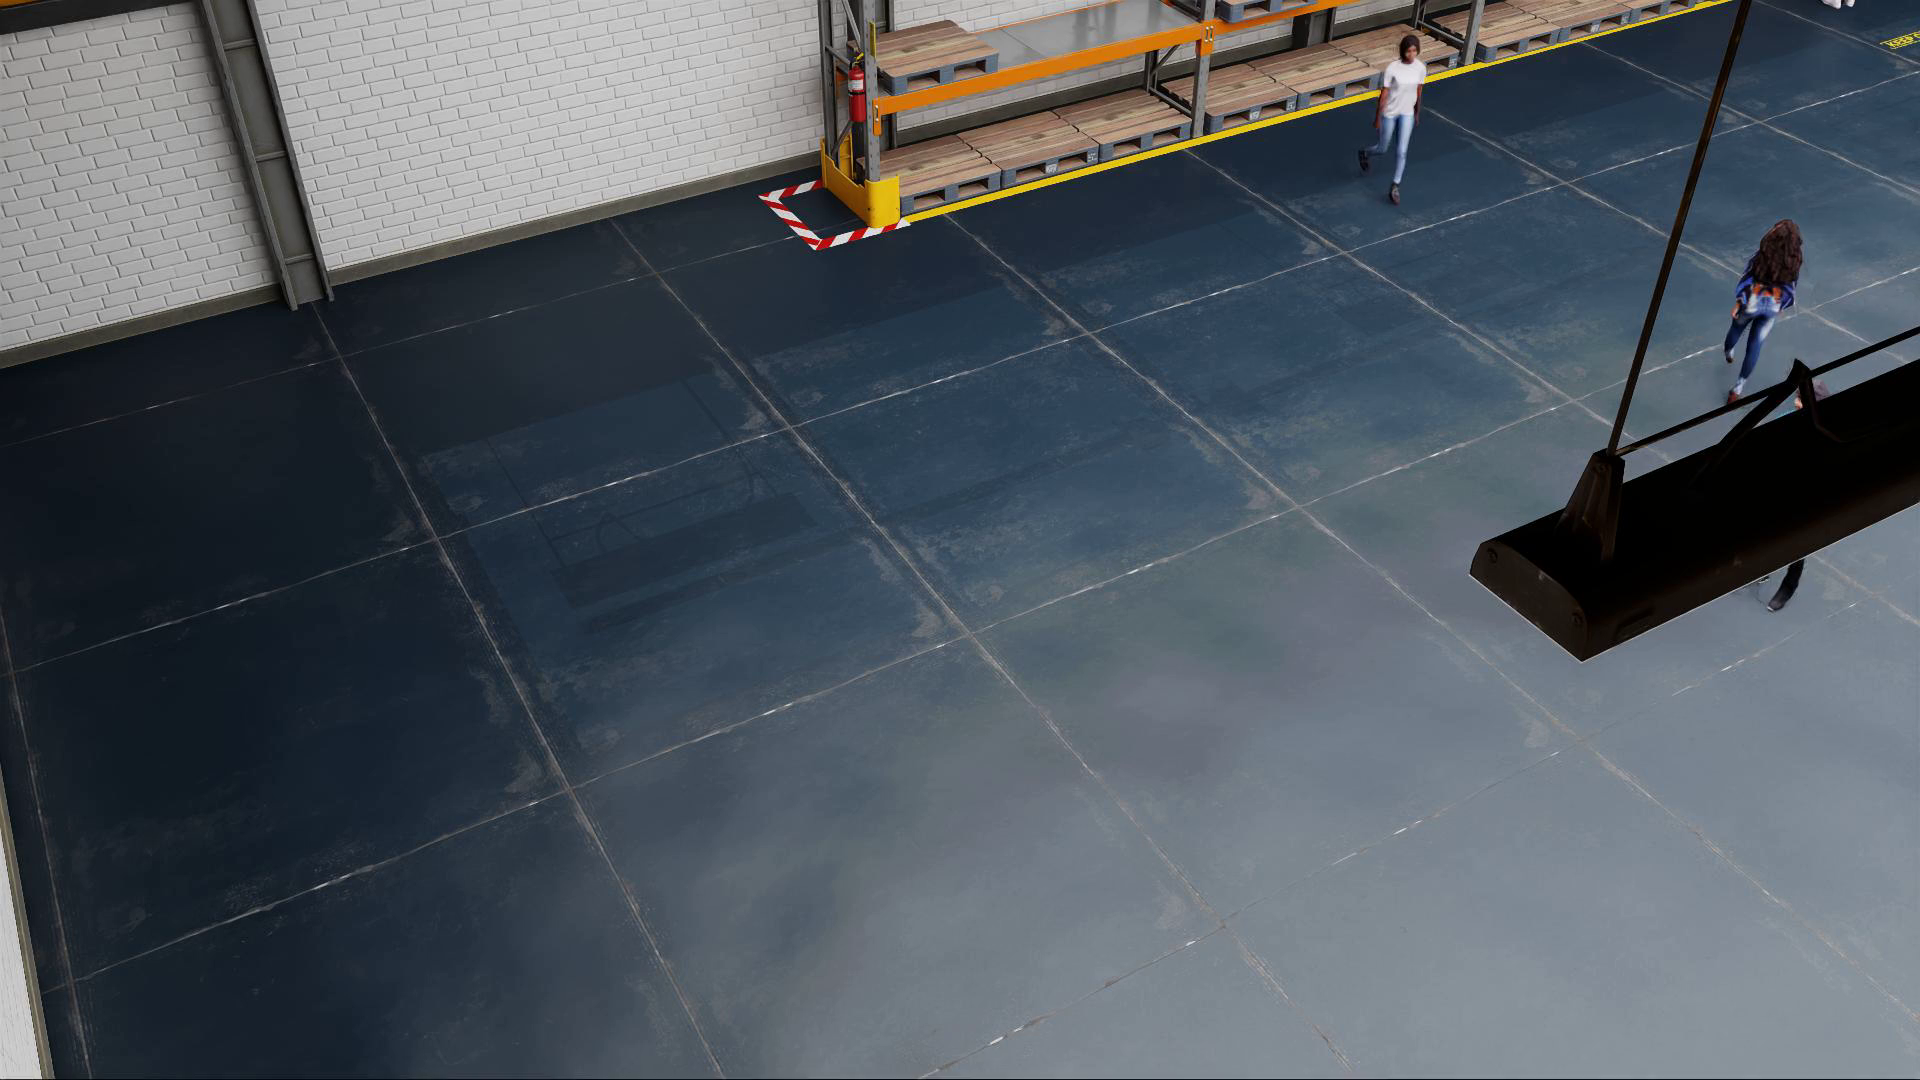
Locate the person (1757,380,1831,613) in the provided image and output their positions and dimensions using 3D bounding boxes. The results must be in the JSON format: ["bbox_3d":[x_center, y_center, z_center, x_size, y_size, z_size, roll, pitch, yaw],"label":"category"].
[{"bbox_3d":[5.892,-0.343,11.769,0.620,1.782,0.703,-26,46,-29],"label":"person"}]

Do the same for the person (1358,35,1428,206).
[{"bbox_3d":[4.370,-4.307,16.806,1.058,1.691,0.931,-7,39,-9],"label":"person"}]

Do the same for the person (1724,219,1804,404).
[{"bbox_3d":[6.656,-1.876,13.847,1.024,1.585,1.120,12,40,14],"label":"person"}]
